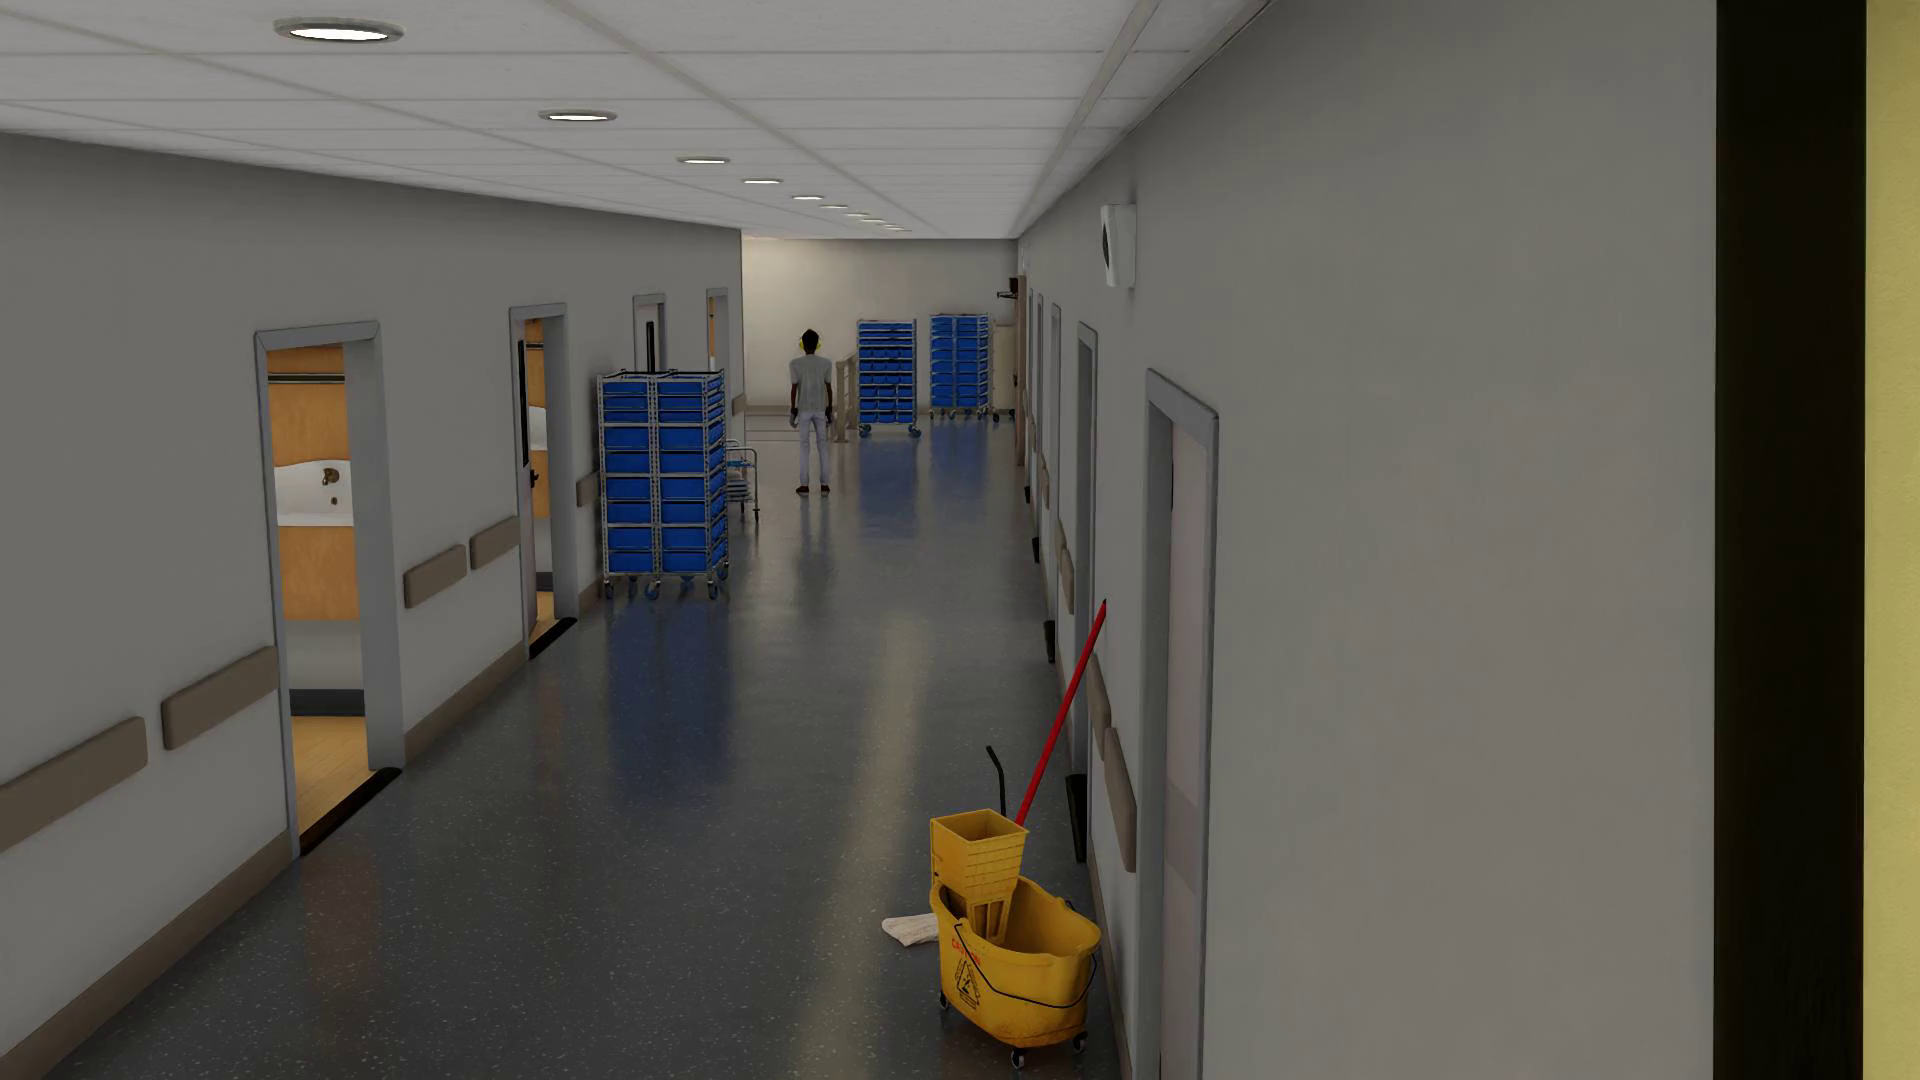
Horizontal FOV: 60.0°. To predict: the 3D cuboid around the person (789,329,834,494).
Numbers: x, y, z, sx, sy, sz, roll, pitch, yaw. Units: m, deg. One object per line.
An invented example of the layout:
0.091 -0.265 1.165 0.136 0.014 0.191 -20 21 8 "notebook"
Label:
-1.686 -1.453 18.882 0.510 1.872 0.328 -3 10 -16 "person"
